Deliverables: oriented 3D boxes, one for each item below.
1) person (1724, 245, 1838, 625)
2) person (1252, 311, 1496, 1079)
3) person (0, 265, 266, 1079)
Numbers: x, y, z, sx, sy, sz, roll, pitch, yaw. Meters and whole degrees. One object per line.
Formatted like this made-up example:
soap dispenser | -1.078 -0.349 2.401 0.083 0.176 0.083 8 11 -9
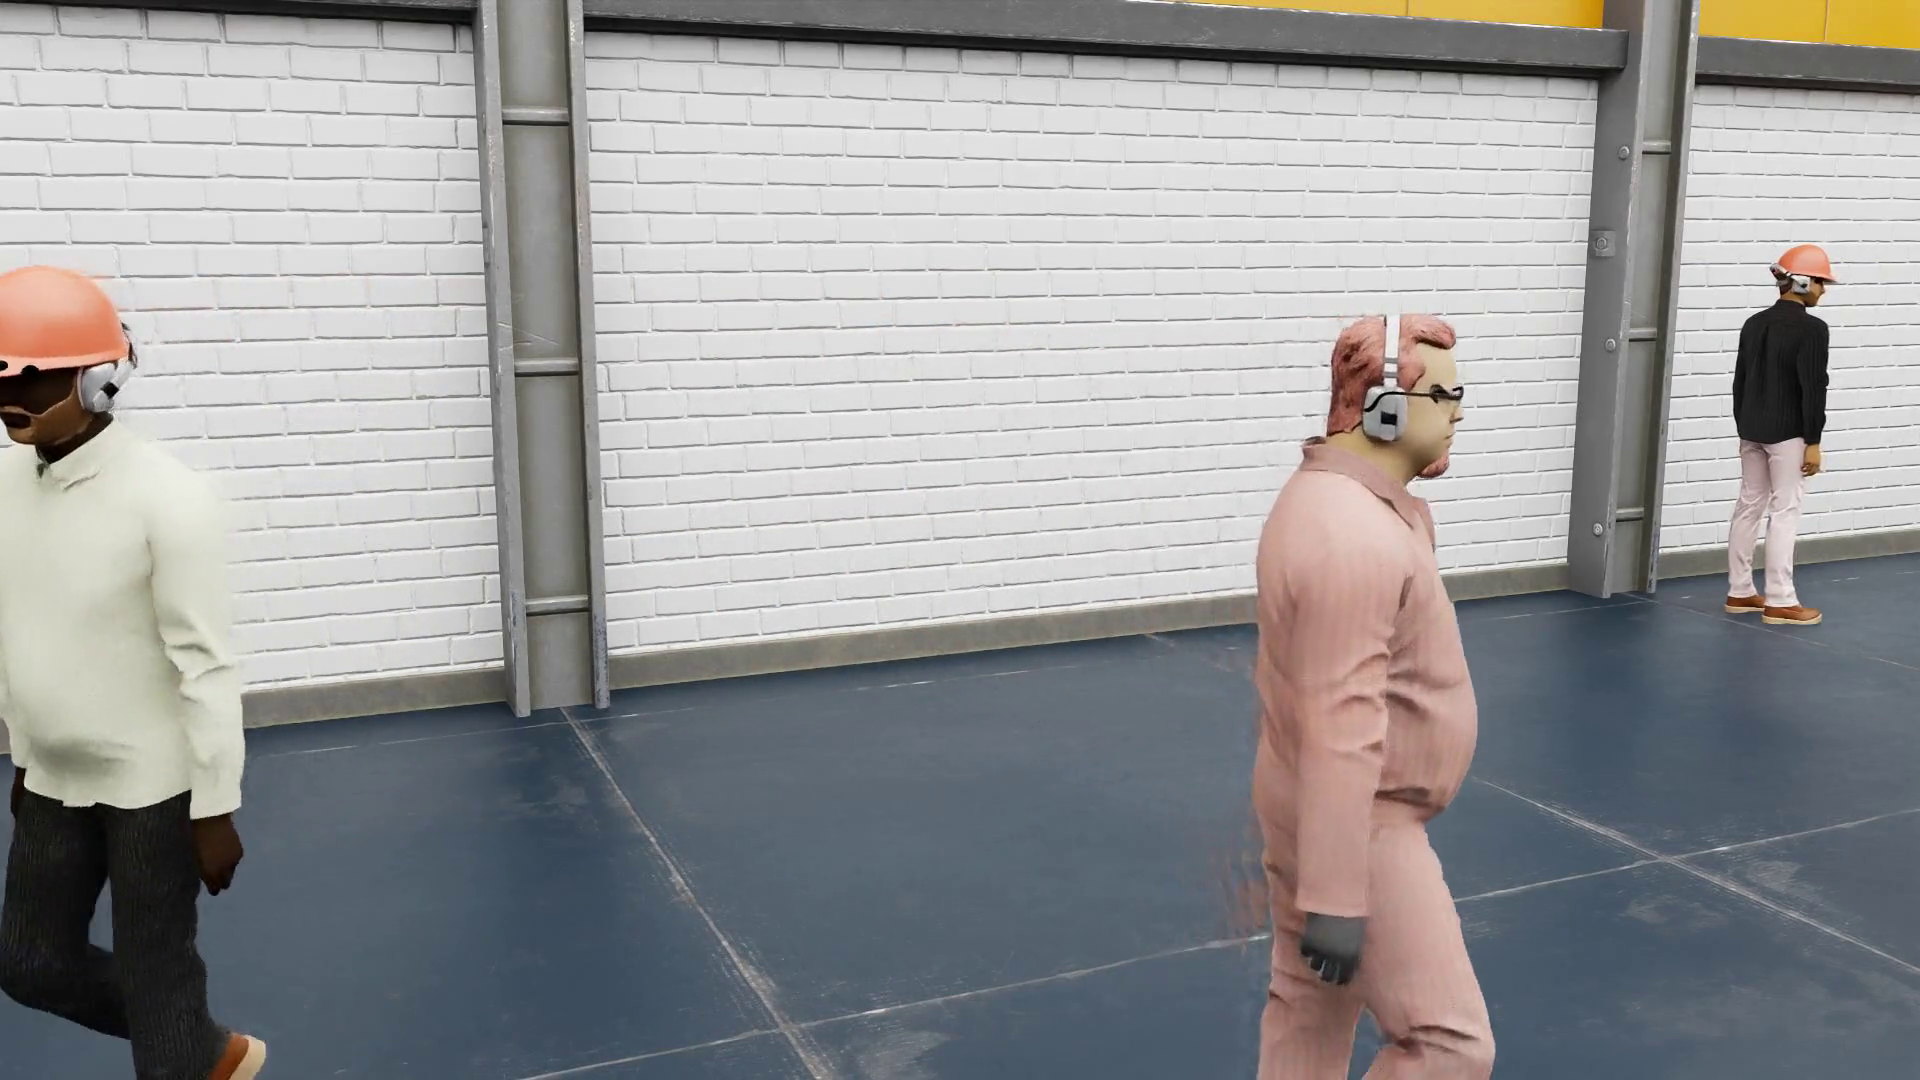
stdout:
person | 4.353 -0.555 8.810 0.401 1.986 0.612 -2 11 -13
person | 0.769 0.534 3.059 0.475 1.889 0.672 1 10 7
person | -1.654 0.454 3.272 0.648 1.975 0.495 5 11 24
